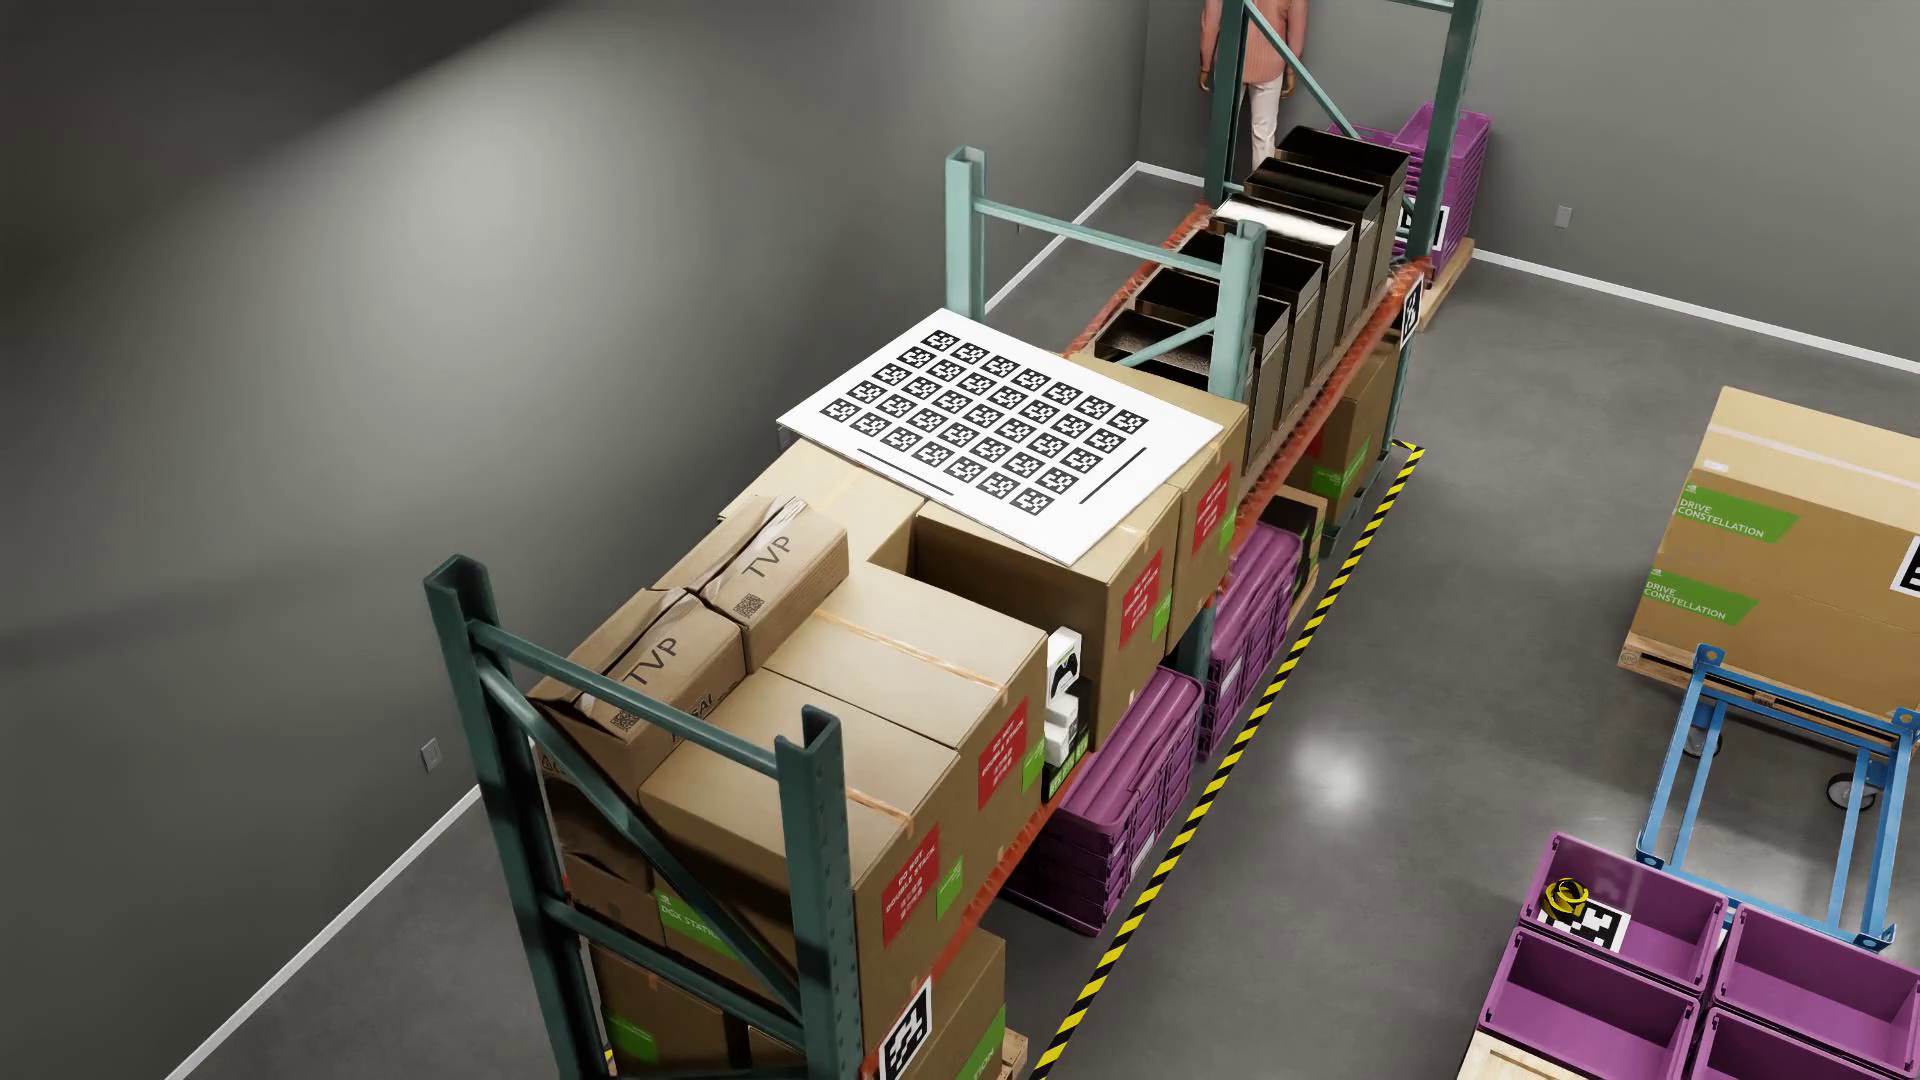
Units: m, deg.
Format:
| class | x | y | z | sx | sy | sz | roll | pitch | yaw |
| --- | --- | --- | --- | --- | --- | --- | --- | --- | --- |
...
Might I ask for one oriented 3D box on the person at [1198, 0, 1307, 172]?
| class | x | y | z | sx | sy | sz | roll | pitch | yaw |
| --- | --- | --- | --- | --- | --- | --- | --- | --- | --- |
| person | 1.723 | -2.841 | 9.940 | 0.612 | 1.994 | 0.395 | 5 | 40 | 6 |
